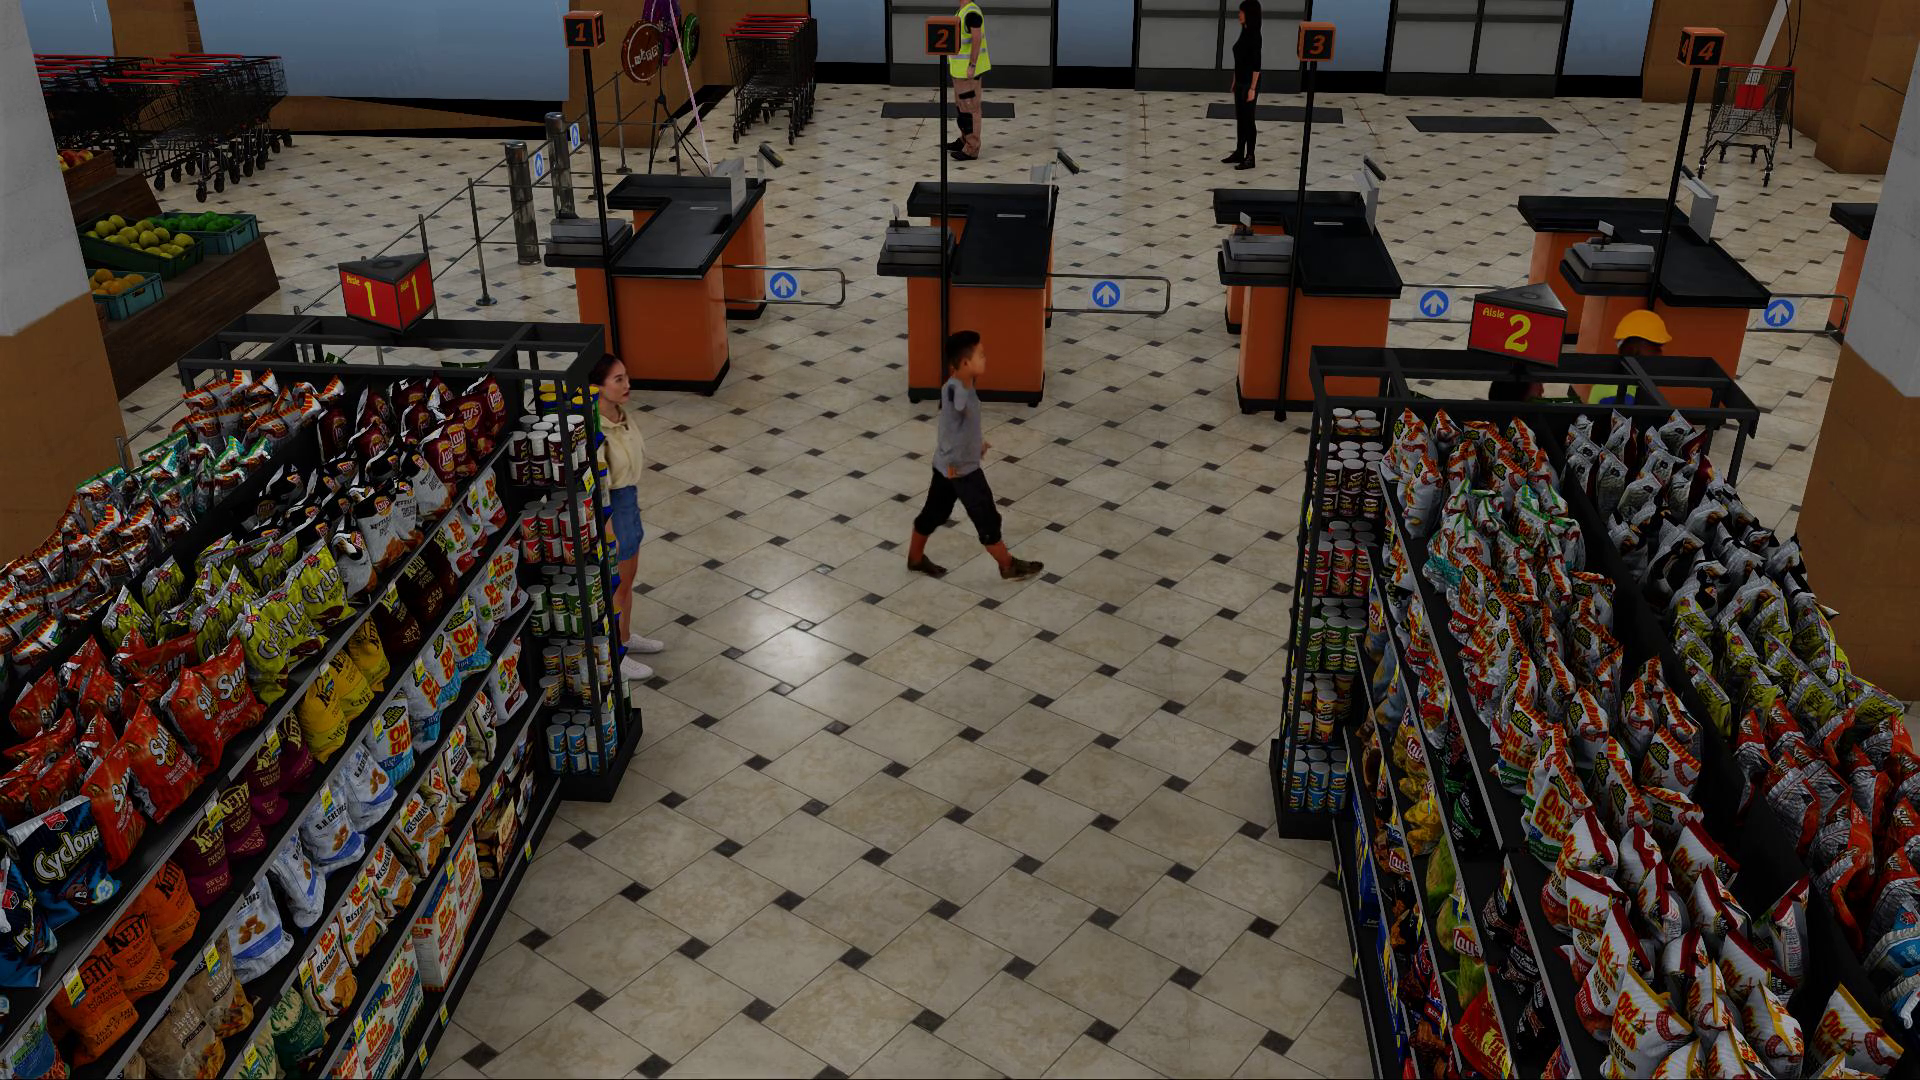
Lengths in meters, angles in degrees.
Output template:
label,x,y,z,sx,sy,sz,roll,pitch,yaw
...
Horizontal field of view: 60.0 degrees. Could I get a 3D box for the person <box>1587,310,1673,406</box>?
label,x,y,z,sx,sy,sz,roll,pitch,yaw
person,3.066,-0.231,7.929,0.757,1.811,0.566,7,28,13

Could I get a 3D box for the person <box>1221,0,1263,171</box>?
label,x,y,z,sx,sy,sz,roll,pitch,yaw
person,2.881,-4.571,16.674,0.713,1.641,0.566,-8,28,-16

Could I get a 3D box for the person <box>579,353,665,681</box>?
label,x,y,z,sx,sy,sz,roll,pitch,yaw
person,-1.645,-0.122,7.911,0.701,1.631,0.475,1,27,3

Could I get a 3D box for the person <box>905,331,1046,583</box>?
label,x,y,z,sx,sy,sz,roll,pitch,yaw
person,-0.076,-0.455,8.801,0.689,1.422,0.934,0,27,1

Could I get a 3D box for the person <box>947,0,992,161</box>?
label,x,y,z,sx,sy,sz,roll,pitch,yaw
person,0.056,-4.838,16.975,0.843,1.845,0.734,-5,27,-9
